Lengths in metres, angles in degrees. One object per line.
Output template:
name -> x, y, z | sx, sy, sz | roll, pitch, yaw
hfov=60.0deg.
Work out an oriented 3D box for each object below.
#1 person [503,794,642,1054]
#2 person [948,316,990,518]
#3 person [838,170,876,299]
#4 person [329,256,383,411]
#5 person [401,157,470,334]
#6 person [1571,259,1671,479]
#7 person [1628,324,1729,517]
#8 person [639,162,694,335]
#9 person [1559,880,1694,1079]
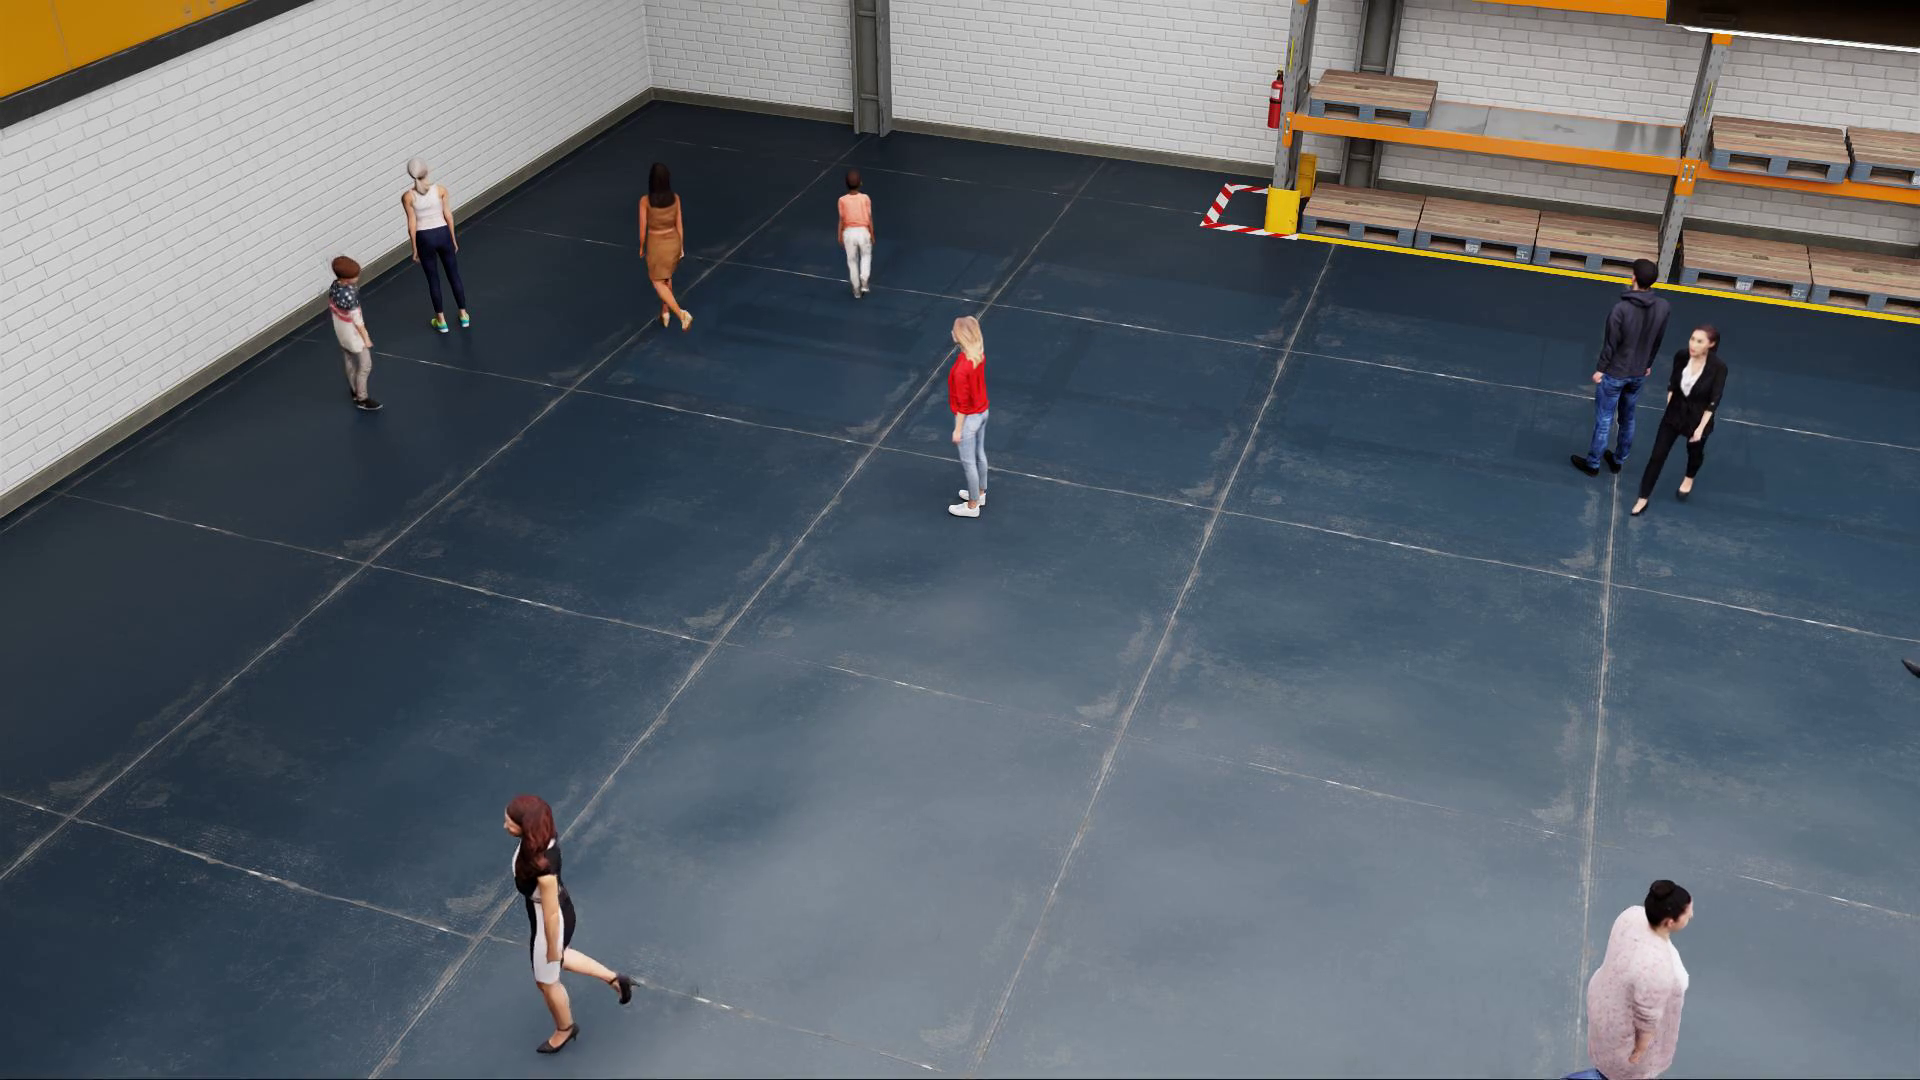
person -> -2.022, 1.955, 8.535 | 0.944, 1.782, 0.856 | -10, 35, -15
person -> 0.080, -0.957, 12.987 | 0.515, 1.704, 0.620 | 13, 36, 19
person -> -1.015, -2.994, 16.414 | 0.552, 1.302, 0.650 | -2, 34, -3
person -> -5.381, -1.861, 14.600 | 0.610, 1.423, 0.812 | 18, 37, 24
person -> -4.976, -2.798, 15.757 | 0.679, 1.702, 0.725 | -18, 37, -24
person -> 5.373, -1.377, 13.446 | 0.719, 1.895, 0.821 | -8, 35, -12
person -> 5.769, -0.951, 13.070 | 0.980, 1.600, 1.129 | -28, 43, -35
person -> -2.750, -2.683, 15.621 | 0.894, 1.661, 1.058 | -23, 40, -30
person -> 3.157, 2.294, 8.077 | 1.012, 1.723, 0.811 | 3, 34, 5
